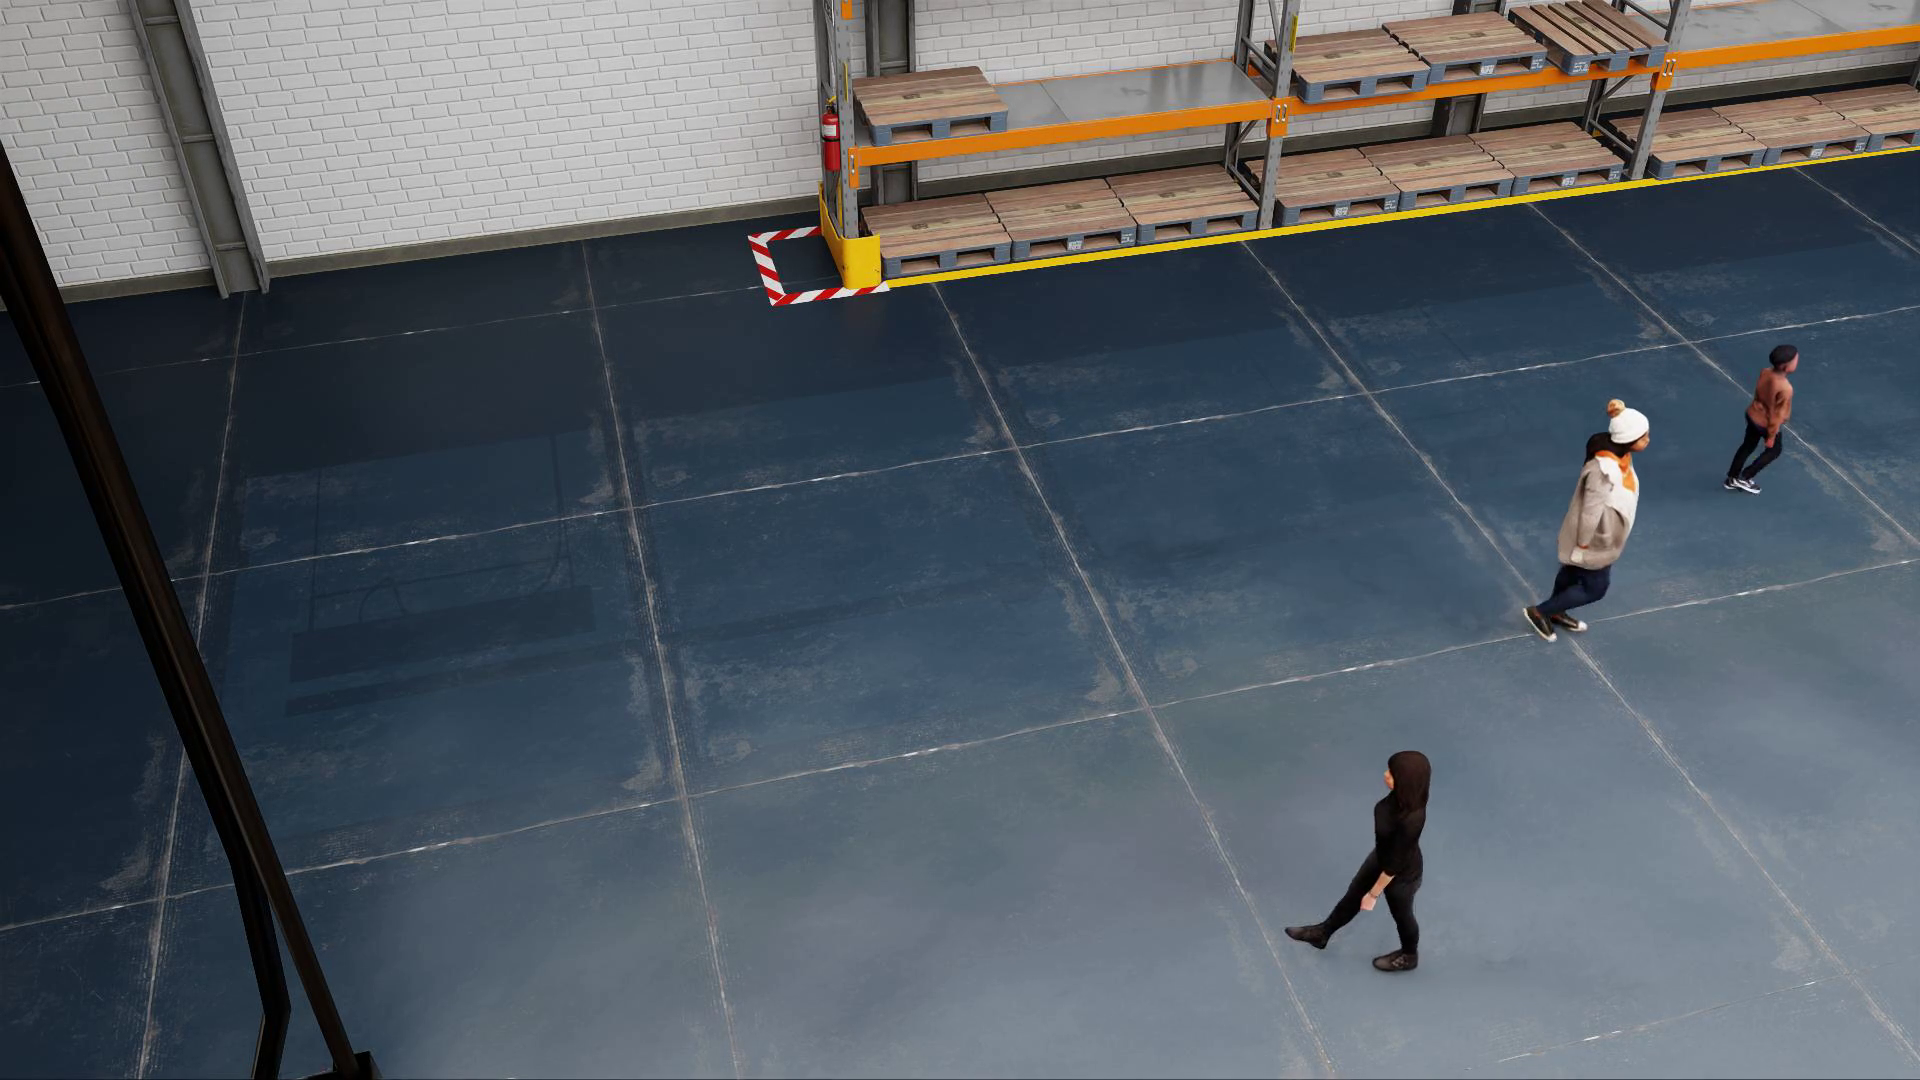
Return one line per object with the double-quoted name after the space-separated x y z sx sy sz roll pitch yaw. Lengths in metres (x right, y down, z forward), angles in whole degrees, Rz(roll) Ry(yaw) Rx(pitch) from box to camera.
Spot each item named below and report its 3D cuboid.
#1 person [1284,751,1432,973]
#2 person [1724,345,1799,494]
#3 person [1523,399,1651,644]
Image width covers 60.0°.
2.356 1.713 8.672 1.040 1.618 0.807 3 39 3 "person"
5.842 -0.874 12.209 0.531 1.246 0.561 -5 39 -6 "person"
3.994 -0.123 10.763 0.922 1.879 0.870 13 40 16 "person"
